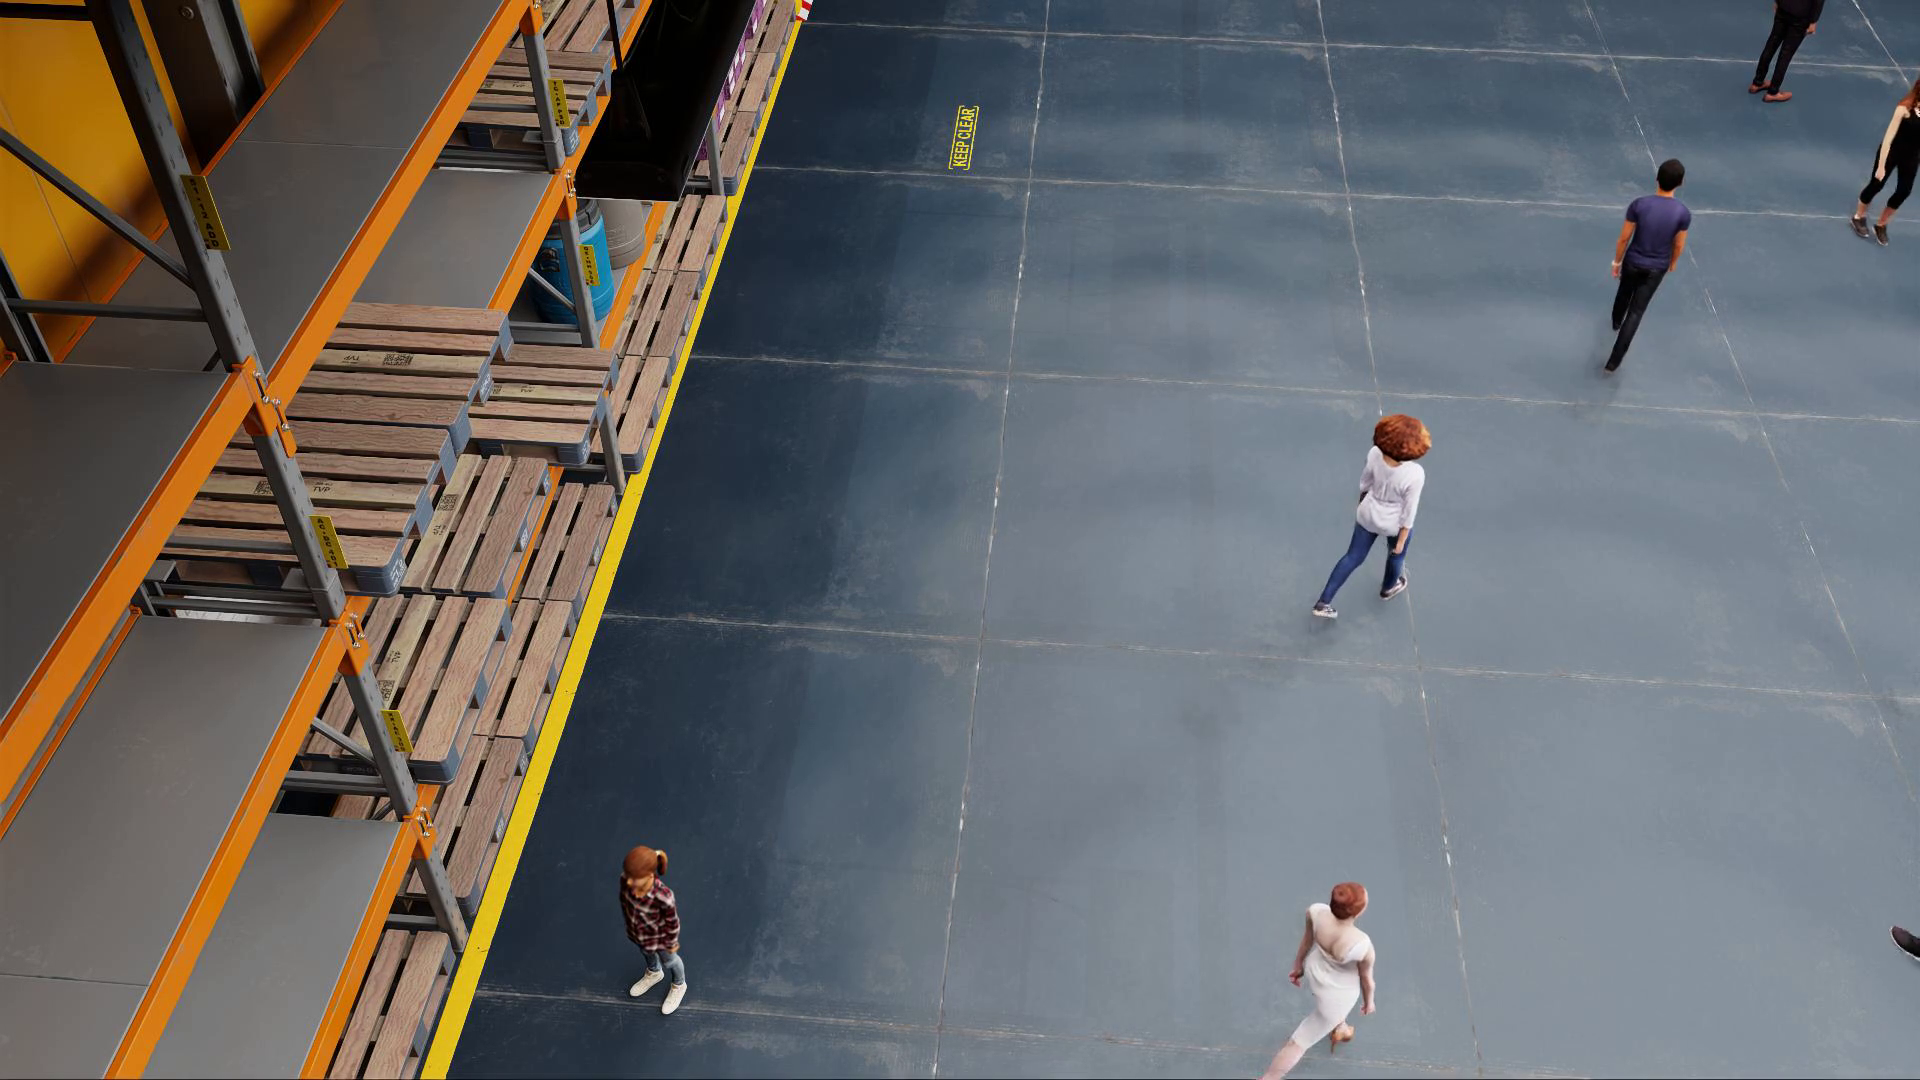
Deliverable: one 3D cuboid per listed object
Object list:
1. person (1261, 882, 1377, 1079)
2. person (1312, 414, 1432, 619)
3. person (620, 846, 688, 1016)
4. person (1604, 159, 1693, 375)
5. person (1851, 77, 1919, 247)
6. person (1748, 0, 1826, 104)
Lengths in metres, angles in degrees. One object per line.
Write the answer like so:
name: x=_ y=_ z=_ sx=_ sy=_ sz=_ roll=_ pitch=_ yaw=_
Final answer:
person: x=1.800 y=2.365 z=8.497 sx=1.095 sy=1.746 sz=1.094 roll=-26 pitch=50 yaw=-25
person: x=2.777 y=-0.116 z=11.142 sx=1.159 sy=1.690 sz=1.095 roll=-31 pitch=52 yaw=-28
person: x=-1.679 y=2.100 z=9.095 sx=0.614 sy=1.305 sz=0.644 roll=24 pitch=49 yaw=23
person: x=5.420 y=-2.124 z=13.213 sx=0.934 sy=1.741 sz=1.239 roll=20 pitch=47 yaw=19
person: x=8.217 y=-3.399 z=14.588 sx=0.659 sy=1.690 sz=0.739 roll=-9 pitch=44 yaw=-9
person: x=8.239 y=-5.250 z=16.391 sx=0.834 sy=1.884 sz=0.685 roll=-17 pitch=46 yaw=-17
